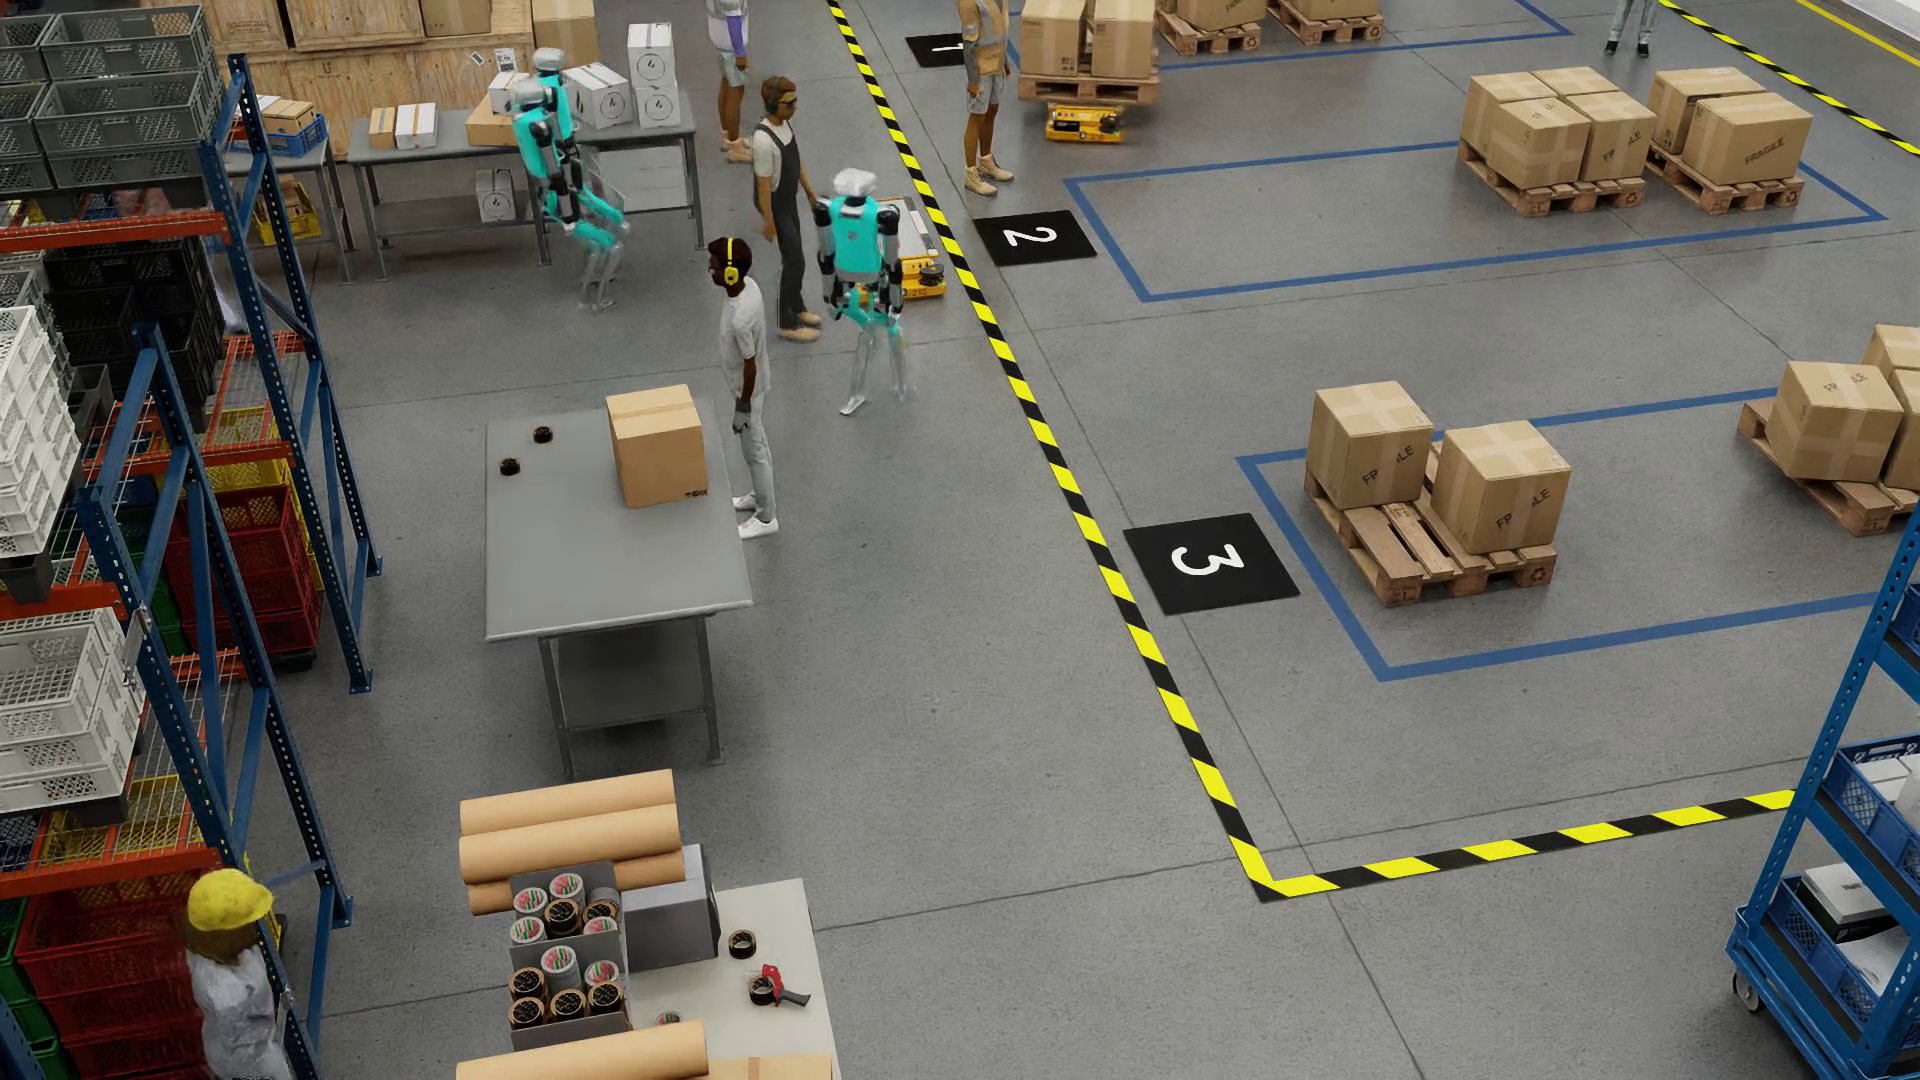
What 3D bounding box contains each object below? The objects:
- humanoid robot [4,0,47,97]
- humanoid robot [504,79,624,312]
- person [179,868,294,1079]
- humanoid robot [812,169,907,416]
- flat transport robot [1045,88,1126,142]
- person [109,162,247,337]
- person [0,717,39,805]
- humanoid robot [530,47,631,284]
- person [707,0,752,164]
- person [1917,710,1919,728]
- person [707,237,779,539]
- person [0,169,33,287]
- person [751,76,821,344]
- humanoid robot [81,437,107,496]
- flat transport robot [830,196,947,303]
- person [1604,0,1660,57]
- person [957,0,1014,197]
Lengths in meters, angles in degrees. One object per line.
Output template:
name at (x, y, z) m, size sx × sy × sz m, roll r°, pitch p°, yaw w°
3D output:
humanoid robot at (-7.292, -3.633, 13.244) m, size 0.599 × 1.657 × 0.315 m, roll 19°, pitch 41°, yaw 23°
humanoid robot at (-2.643, -2.334, 11.520) m, size 0.773 × 1.842 × 0.539 m, roll -23°, pitch 42°, yaw -27°
person at (-2.588, 1.805, 5.912) m, size 0.589 × 1.712 × 0.506 m, roll -18°, pitch 40°, yaw -23°
humanoid robot at (-0.552, -1.579, 10.470) m, size 0.531 × 1.796 × 0.811 m, roll 9°, pitch 38°, yaw 12°
flat transport robot at (1.139, -3.928, 14.810) m, size 0.652 × 0.197 × 1.431 m, roll 4°, pitch 37°, yaw 5°
person at (-5.208, -1.966, 10.962) m, size 0.736 × 1.736 × 0.534 m, roll 19°, pitch 41°, yaw 24°
person at (-4.642, 0.487, 7.569) m, size 0.323 × 1.865 × 0.513 m, roll -9°, pitch 38°, yaw -12°
humanoid robot at (-2.614, -2.606, 11.854) m, size 0.667 × 1.831 × 0.550 m, roll -7°, pitch 37°, yaw -9°
person at (-1.842, -4.105, 13.588) m, size 0.393 × 2.038 × 0.613 m, roll -12°, pitch 38°, yaw -16°
person at (4.296, 0.840, 7.150) m, size 0.345 × 1.832 × 0.631 m, roll 27°, pitch 45°, yaw 32°
person at (-1.225, -0.844, 9.360) m, size 0.376 × 1.871 × 0.527 m, roll -4°, pitch 37°, yaw -5°
person at (-6.188, -1.852, 10.725) m, size 0.429 × 1.844 × 0.621 m, roll -10°, pitch 38°, yaw -13°
person at (-1.151, -2.239, 11.253) m, size 0.469 × 1.832 × 0.520 m, roll 5°, pitch 37°, yaw 6°
humanoid robot at (-4.892, -0.658, 9.301) m, size 0.783 × 1.627 × 0.583 m, roll -9°, pitch 38°, yaw -11°
flat transport robot at (-0.570, -2.220, 12.538) m, size 0.659 × 0.231 × 1.431 m, roll -8°, pitch 37°, yaw -10°
person at (6.469, -5.443, 15.559) m, size 0.599 × 1.829 × 0.403 m, roll 10°, pitch 38°, yaw 13°
person at (0.225, -3.743, 13.098) m, size 0.365 × 2.047 × 0.607 m, roll 18°, pitch 40°, yaw 23°
